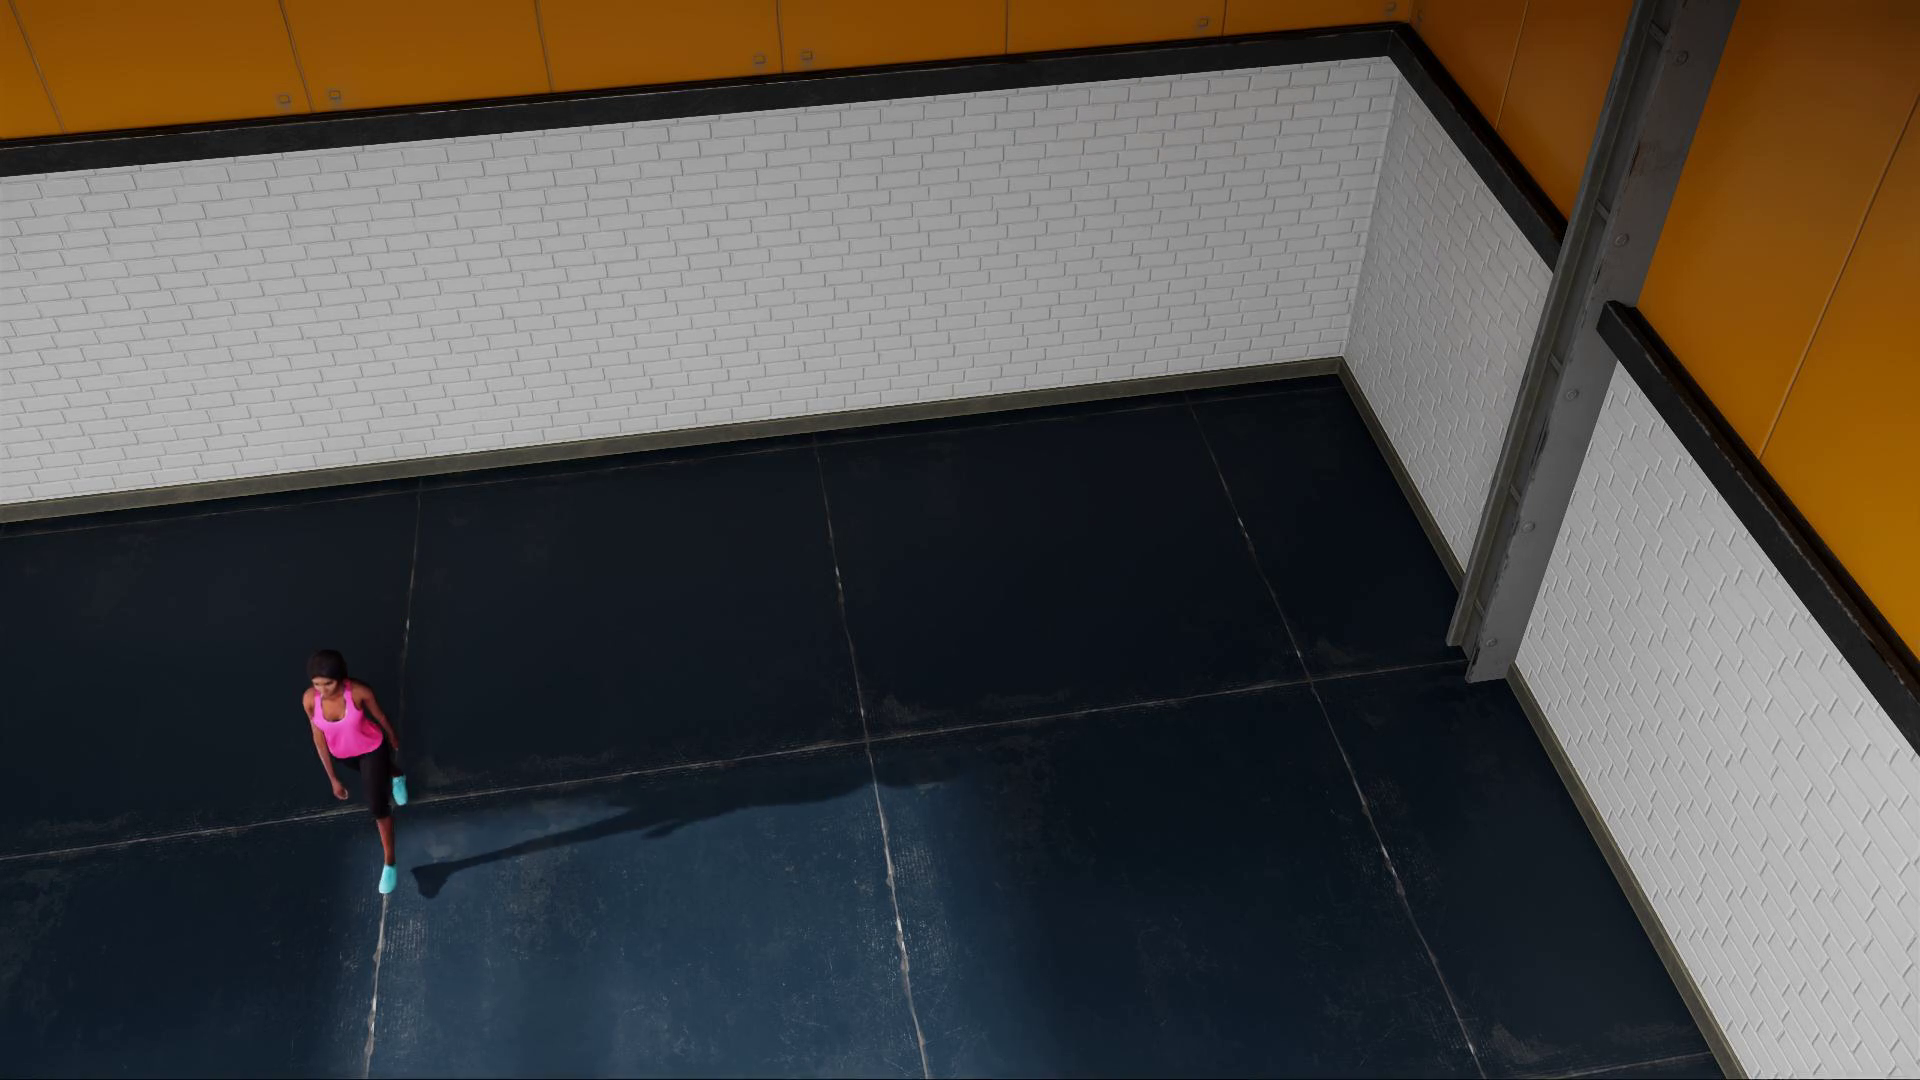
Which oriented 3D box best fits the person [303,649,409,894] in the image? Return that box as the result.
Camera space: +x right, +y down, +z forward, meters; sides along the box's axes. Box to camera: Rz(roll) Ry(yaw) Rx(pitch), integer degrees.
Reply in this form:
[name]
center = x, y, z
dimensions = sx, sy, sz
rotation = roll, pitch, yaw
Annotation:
[person]
center = -3.502, 1.157, 9.725
dimensions = 0.637, 1.670, 1.172
rotation = -3, 44, -3
